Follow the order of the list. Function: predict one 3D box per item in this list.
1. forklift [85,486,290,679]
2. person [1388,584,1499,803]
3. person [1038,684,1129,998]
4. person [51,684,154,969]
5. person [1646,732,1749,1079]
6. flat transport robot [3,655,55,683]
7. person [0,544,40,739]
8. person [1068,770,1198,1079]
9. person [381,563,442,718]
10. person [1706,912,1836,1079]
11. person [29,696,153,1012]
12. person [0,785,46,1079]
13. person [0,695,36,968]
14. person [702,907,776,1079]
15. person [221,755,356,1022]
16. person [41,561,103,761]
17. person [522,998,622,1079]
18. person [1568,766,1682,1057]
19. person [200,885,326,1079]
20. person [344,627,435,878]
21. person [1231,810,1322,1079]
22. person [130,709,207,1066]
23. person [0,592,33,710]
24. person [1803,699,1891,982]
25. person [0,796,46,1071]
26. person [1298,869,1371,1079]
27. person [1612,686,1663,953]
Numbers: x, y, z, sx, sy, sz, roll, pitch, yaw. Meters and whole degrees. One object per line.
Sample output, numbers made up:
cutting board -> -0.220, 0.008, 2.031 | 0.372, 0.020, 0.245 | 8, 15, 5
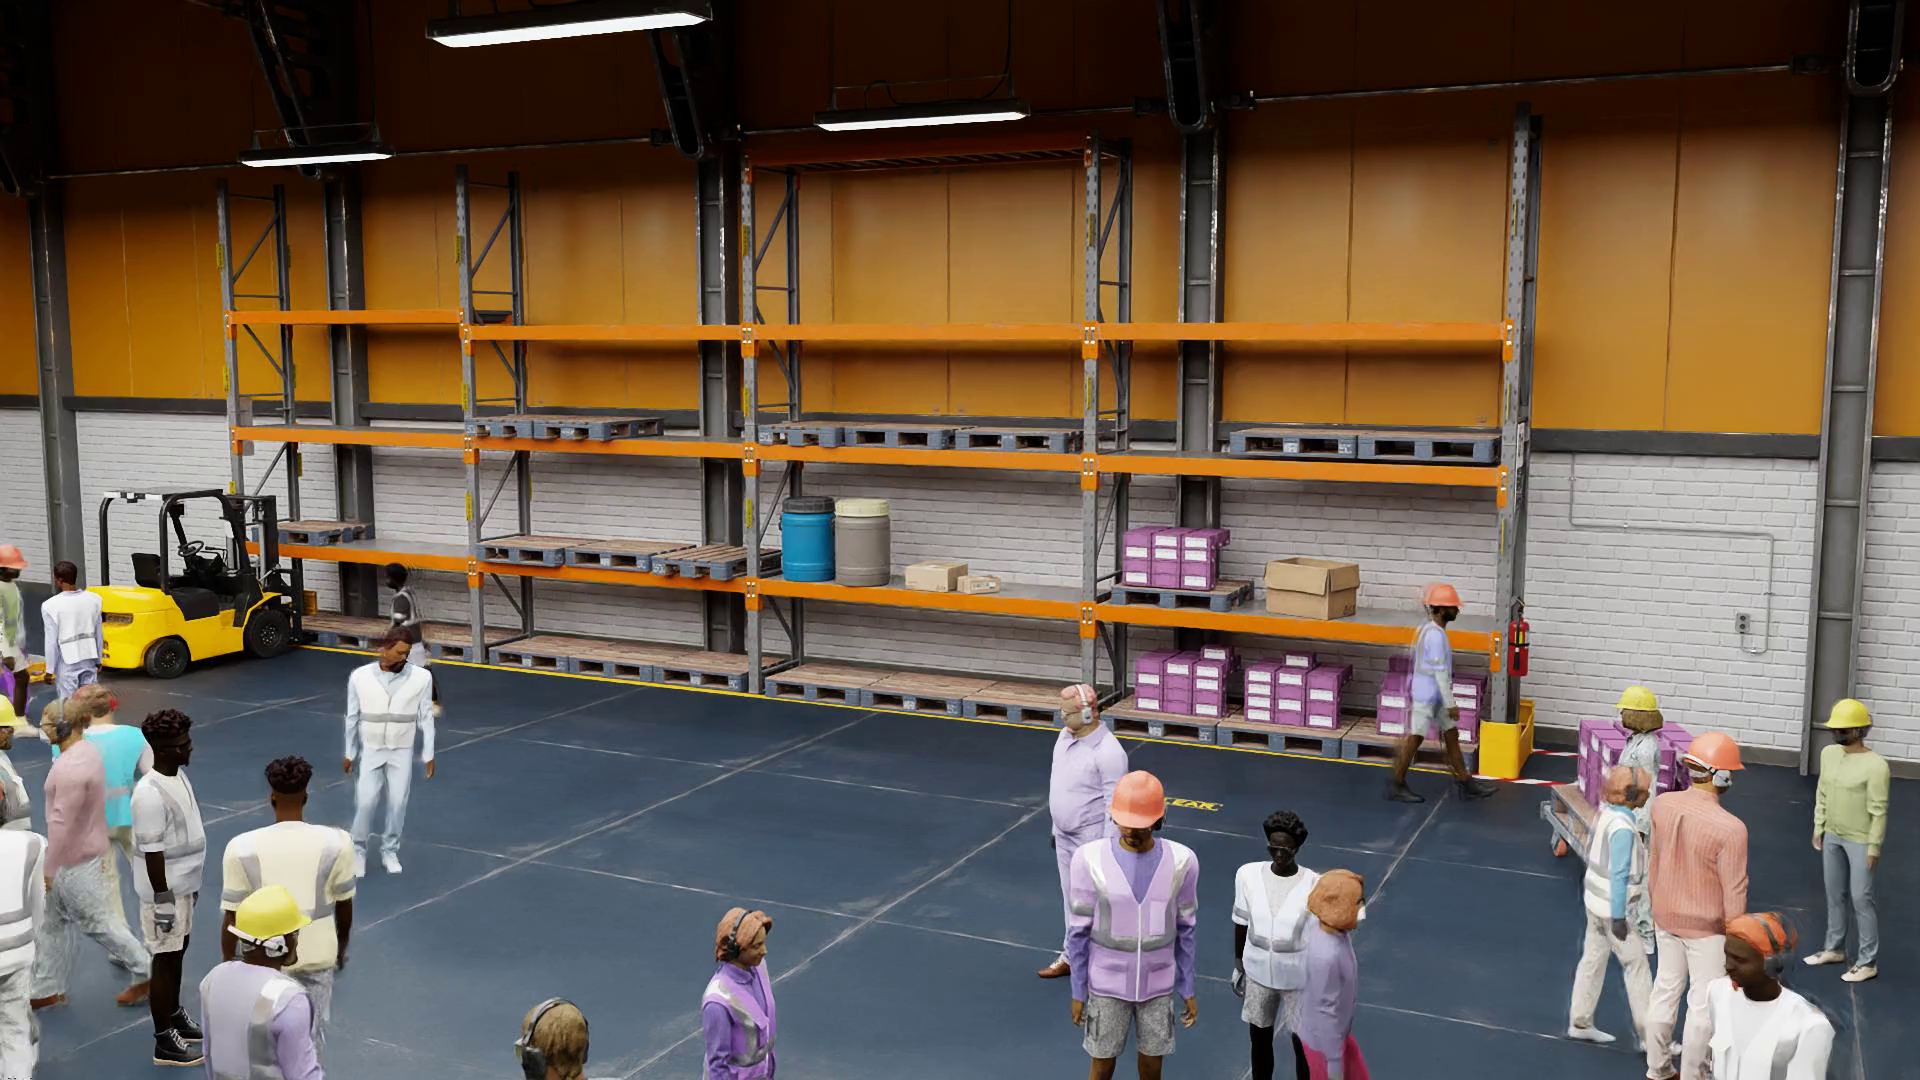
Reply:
forklift -> -9.426, 0.454, 20.179 | 1.214, 2.155, 2.313 | 3, 8, 26
person -> 4.137, 1.330, 14.153 | 0.976, 1.895, 0.555 | 3, 7, 22
person -> 0.741, 1.815, 10.145 | 0.401, 1.901, 0.642 | -4, 8, -29
person -> -5.350, 1.816, 10.484 | 0.625, 1.816, 0.452 | -3, 8, -24
person -> 3.807, 1.965, 8.571 | 0.412, 1.984, 0.621 | -2, 7, -20
flat transport robot -> -11.159, 1.490, 19.491 | 1.431, 0.197, 0.652 | 4, 8, 32
person -> -9.402, 1.024, 16.332 | 0.799, 1.978, 0.639 | -1, 7, -10
person -> 0.801, 2.049, 7.650 | 0.605, 2.036, 0.393 | -1, 7, -5
person -> -5.866, 1.066, 17.364 | 0.880, 1.643, 0.538 | -3, 7, -21
person -> 3.095, 2.309, 6.353 | 0.976, 1.844, 0.582 | -3, 8, -25
person -> -5.171, 1.863, 9.794 | 0.886, 1.913, 0.637 | -3, 8, -26
person -> -4.819, 2.067, 8.198 | 0.759, 1.854, 0.598 | 6, 9, 39
person -> -5.917, 1.848, 10.207 | 0.403, 1.819, 0.601 | -4, 8, -30
person -> -0.927, 2.331, 6.982 | 0.313, 1.631, 0.523 | 2, 7, 14
person -> -3.295, 2.033, 8.179 | 0.629, 1.936, 0.477 | -3, 7, -21
person -> -8.309, 1.145, 15.609 | 0.392, 1.916, 0.592 | 3, 8, 25
person -> -1.236, 2.395, 5.260 | 0.372, 1.927, 0.635 | 4, 8, 30
person -> 3.767, 2.058, 9.260 | 0.692, 1.610, 0.534 | 2, 7, 14
person -> -2.733, 2.274, 6.621 | 0.596, 1.831, 0.403 | 4, 8, 32
person -> -4.228, 1.561, 12.340 | 0.640, 1.873, 0.469 | -3, 7, -21
person -> 1.590, 2.154, 8.216 | 0.538, 1.693, 0.320 | 4, 8, 31
person -> -4.350, 1.897, 9.190 | 0.367, 1.966, 0.607 | -2, 7, -14
person -> -9.877, 1.044, 17.205 | 0.556, 1.729, 0.411 | 5, 9, 36
person -> 5.536, 1.858, 10.377 | 0.345, 1.760, 0.535 | -2, 7, -15
person -> -5.104, 2.115, 8.788 | 0.532, 1.621, 0.391 | -1, 7, -11
person -> 1.709, 2.272, 7.521 | 0.356, 1.618, 0.518 | 2, 7, 20
person -> 4.389, 1.809, 10.827 | 0.308, 1.743, 0.494 | 2, 7, 15
